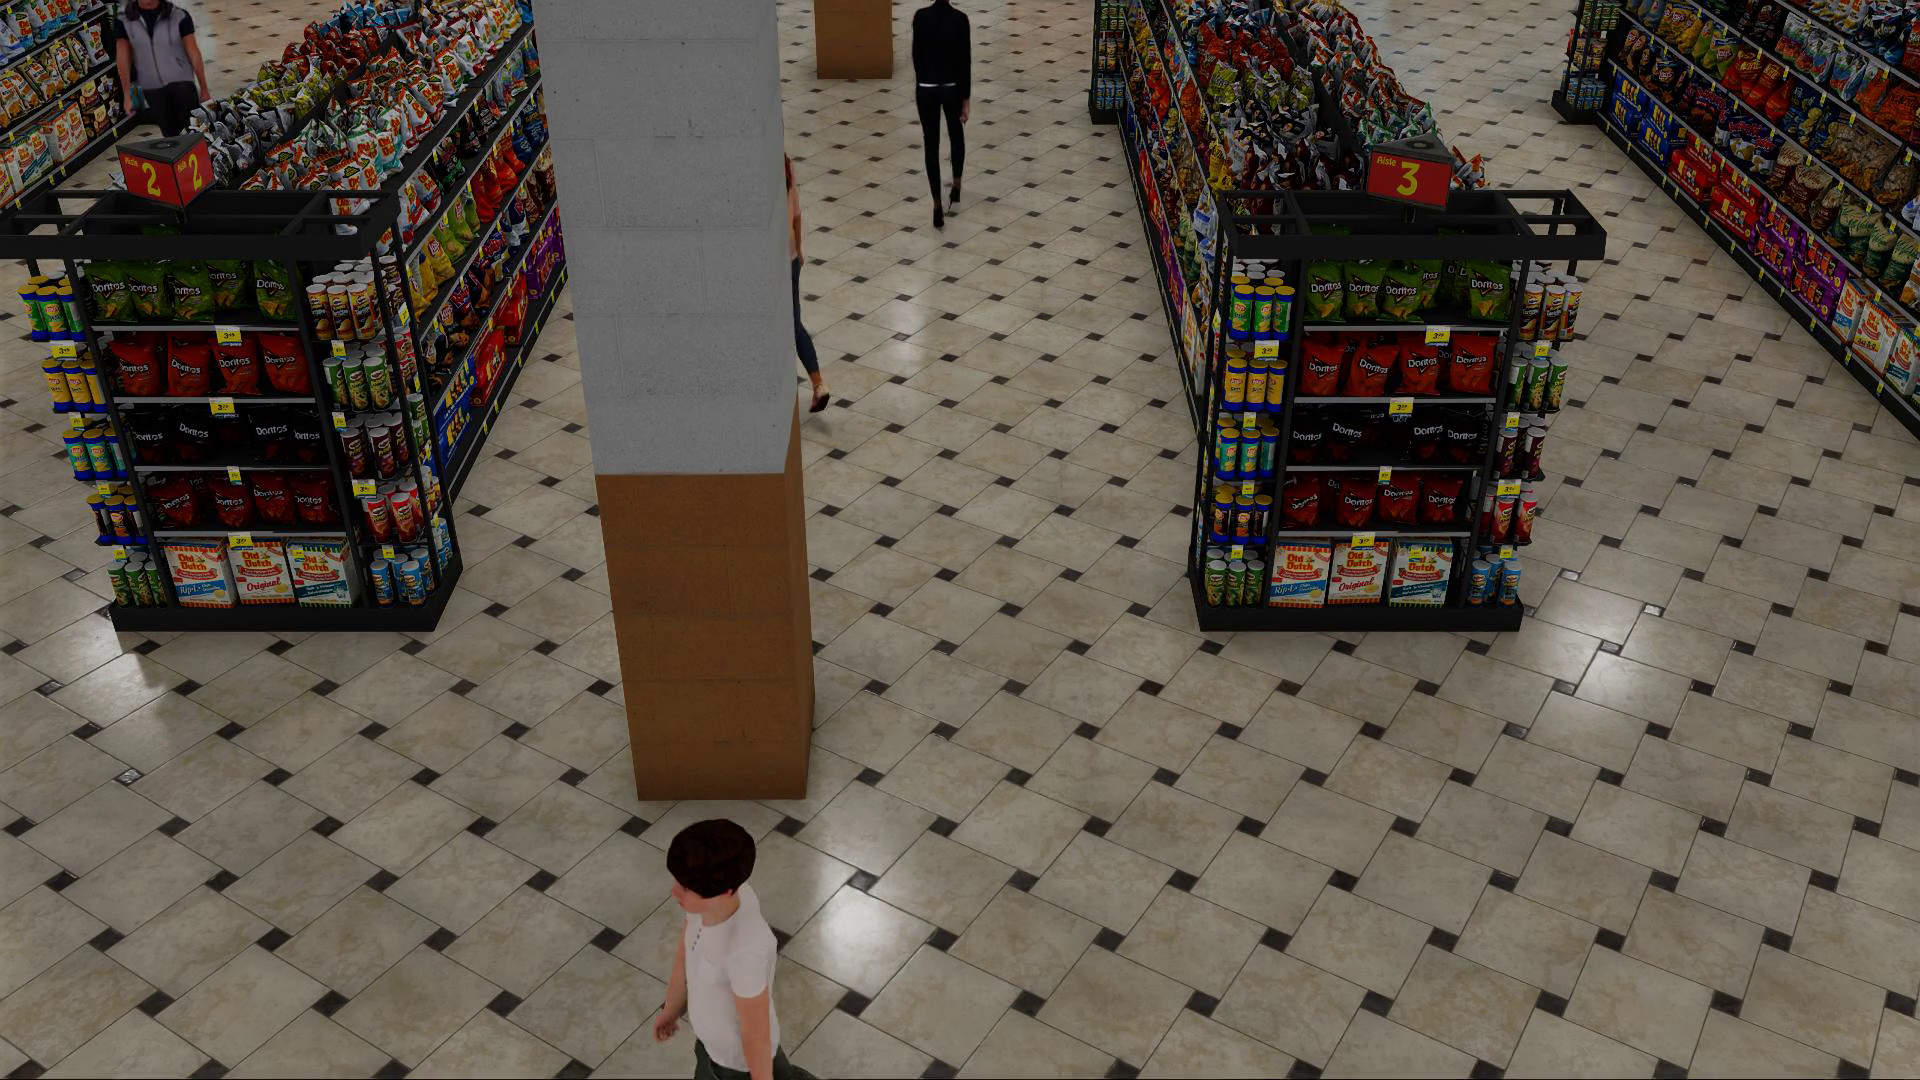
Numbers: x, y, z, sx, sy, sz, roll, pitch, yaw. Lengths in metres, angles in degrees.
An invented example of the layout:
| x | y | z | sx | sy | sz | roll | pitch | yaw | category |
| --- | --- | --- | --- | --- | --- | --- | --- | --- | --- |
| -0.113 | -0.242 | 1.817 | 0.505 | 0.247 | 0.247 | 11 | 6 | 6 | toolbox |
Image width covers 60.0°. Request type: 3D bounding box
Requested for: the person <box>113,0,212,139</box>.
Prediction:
| x | y | z | sx | sy | sz | roll | pitch | yaw | category |
| --- | --- | --- | --- | --- | --- | --- | --- | --- | --- |
| -5.829 | -3.333 | 12.289 | 0.857 | 1.786 | 1.164 | -5 | 32 | -9 | person |

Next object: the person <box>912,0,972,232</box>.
| x | y | z | sx | sy | sz | roll | pitch | yaw | category |
| --- | --- | --- | --- | --- | --- | --- | --- | --- | --- |
| -0.156 | -3.106 | 11.901 | 0.632 | 1.810 | 0.885 | 3 | 32 | 4 | person |

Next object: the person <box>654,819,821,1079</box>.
| x | y | z | sx | sy | sz | roll | pitch | yaw | category |
| --- | --- | --- | --- | --- | --- | --- | --- | --- | --- |
| -0.575 | 1.423 | 4.808 | 0.890 | 1.616 | 1.124 | -12 | 34 | -18 | person |
